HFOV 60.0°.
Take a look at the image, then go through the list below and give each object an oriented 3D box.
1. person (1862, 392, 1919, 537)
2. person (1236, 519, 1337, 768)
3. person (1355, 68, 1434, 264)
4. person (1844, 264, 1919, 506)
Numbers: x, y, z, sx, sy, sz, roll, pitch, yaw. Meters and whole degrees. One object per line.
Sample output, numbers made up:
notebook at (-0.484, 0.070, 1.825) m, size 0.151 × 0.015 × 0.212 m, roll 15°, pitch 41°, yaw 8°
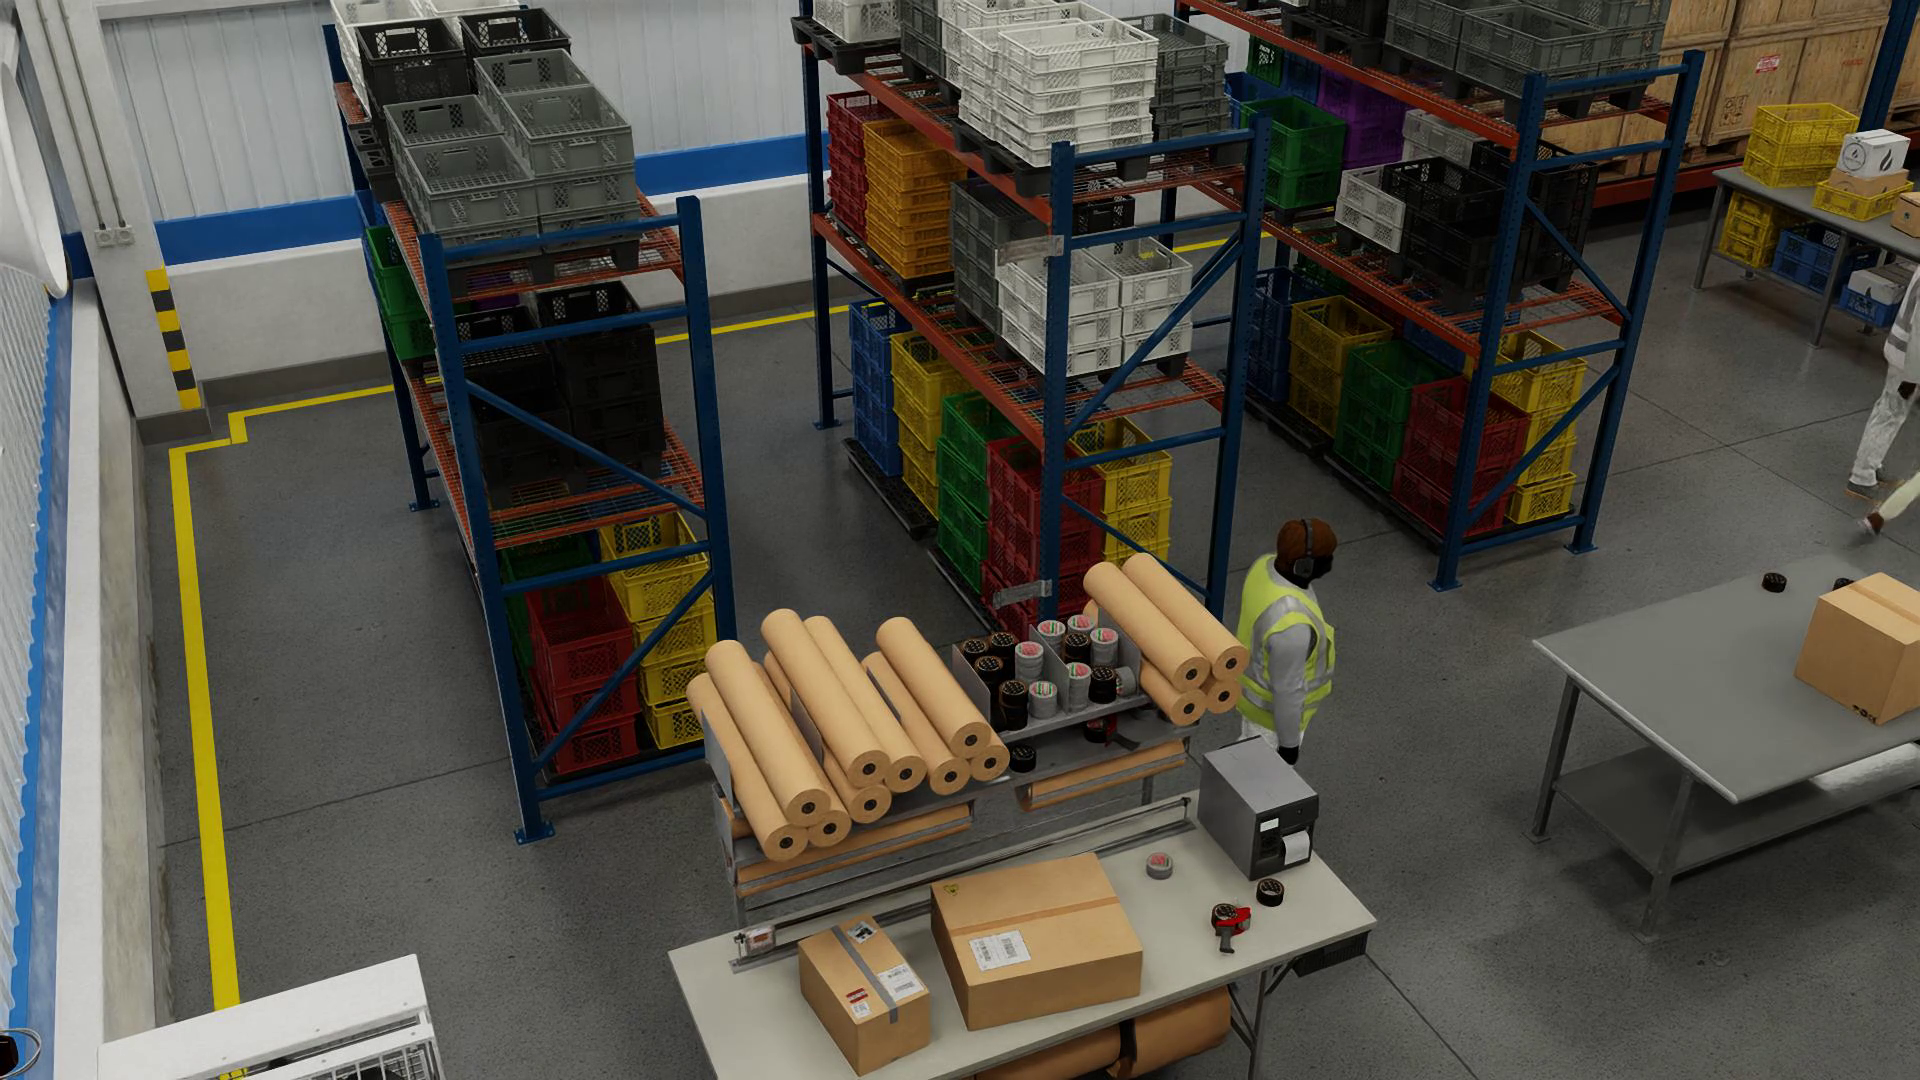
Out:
person at (5.902, -0.810, 9.804) m, size 0.896 × 1.822 × 0.589 m, roll -4°, pitch 32°, yaw -7°
person at (1.405, 0.706, 7.322) m, size 0.429 × 1.836 × 0.631 m, roll 0°, pitch 32°, yaw 0°
person at (3.368, -2.919, 13.107) m, size 0.632 × 1.936 × 0.359 m, roll 2°, pitch 32°, yaw 4°
person at (5.875, -1.122, 10.247) m, size 0.344 × 1.877 × 0.578 m, roll 17°, pitch 35°, yaw 25°
